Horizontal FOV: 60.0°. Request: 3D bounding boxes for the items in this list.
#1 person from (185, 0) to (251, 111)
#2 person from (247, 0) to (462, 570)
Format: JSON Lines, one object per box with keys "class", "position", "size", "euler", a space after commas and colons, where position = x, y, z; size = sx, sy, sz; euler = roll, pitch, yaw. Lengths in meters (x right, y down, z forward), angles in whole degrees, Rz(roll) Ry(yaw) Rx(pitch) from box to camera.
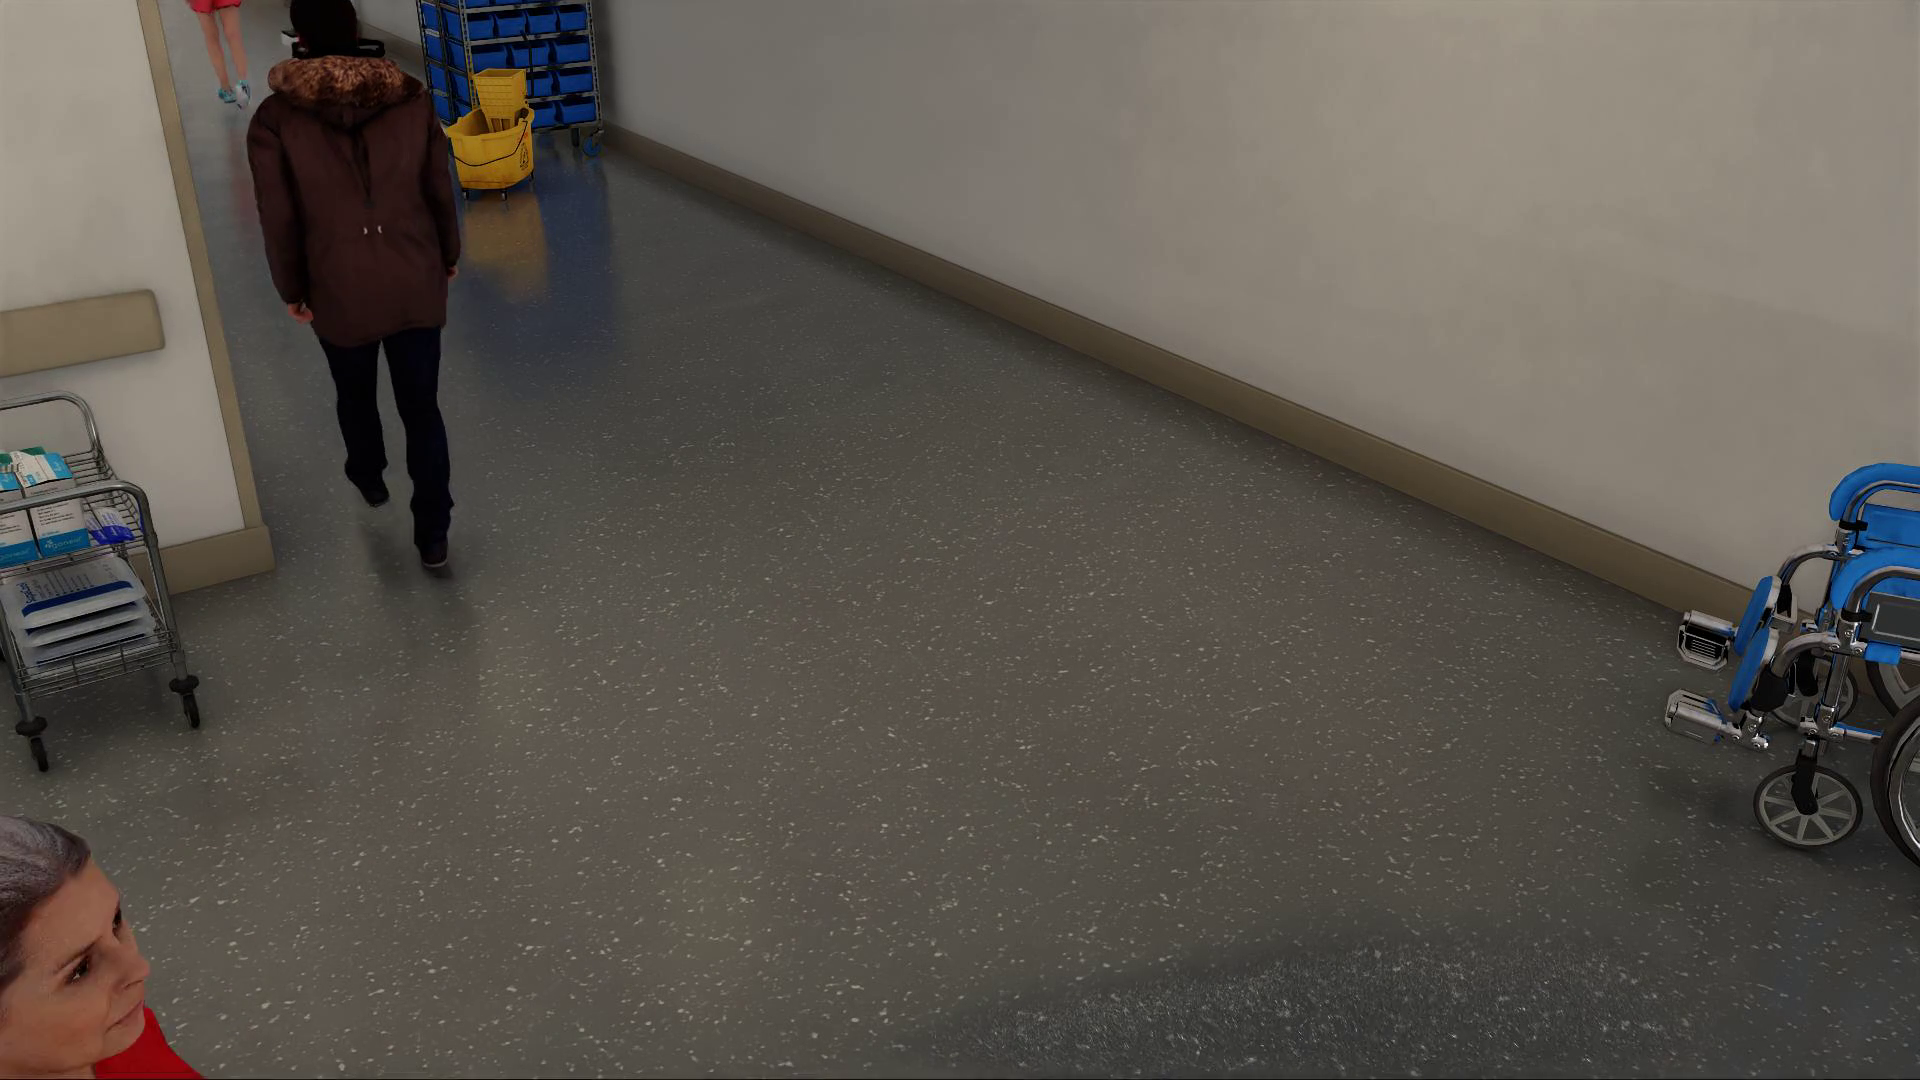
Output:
{"class": "person", "position": [-5.342, -3.945, 11.921], "size": [1.108, 1.734, 0.715], "euler": [-14, 29, -27]}
{"class": "person", "position": [-1.834, -0.764, 5.244], "size": [1.076, 1.803, 0.949], "euler": [-12, 28, -23]}
